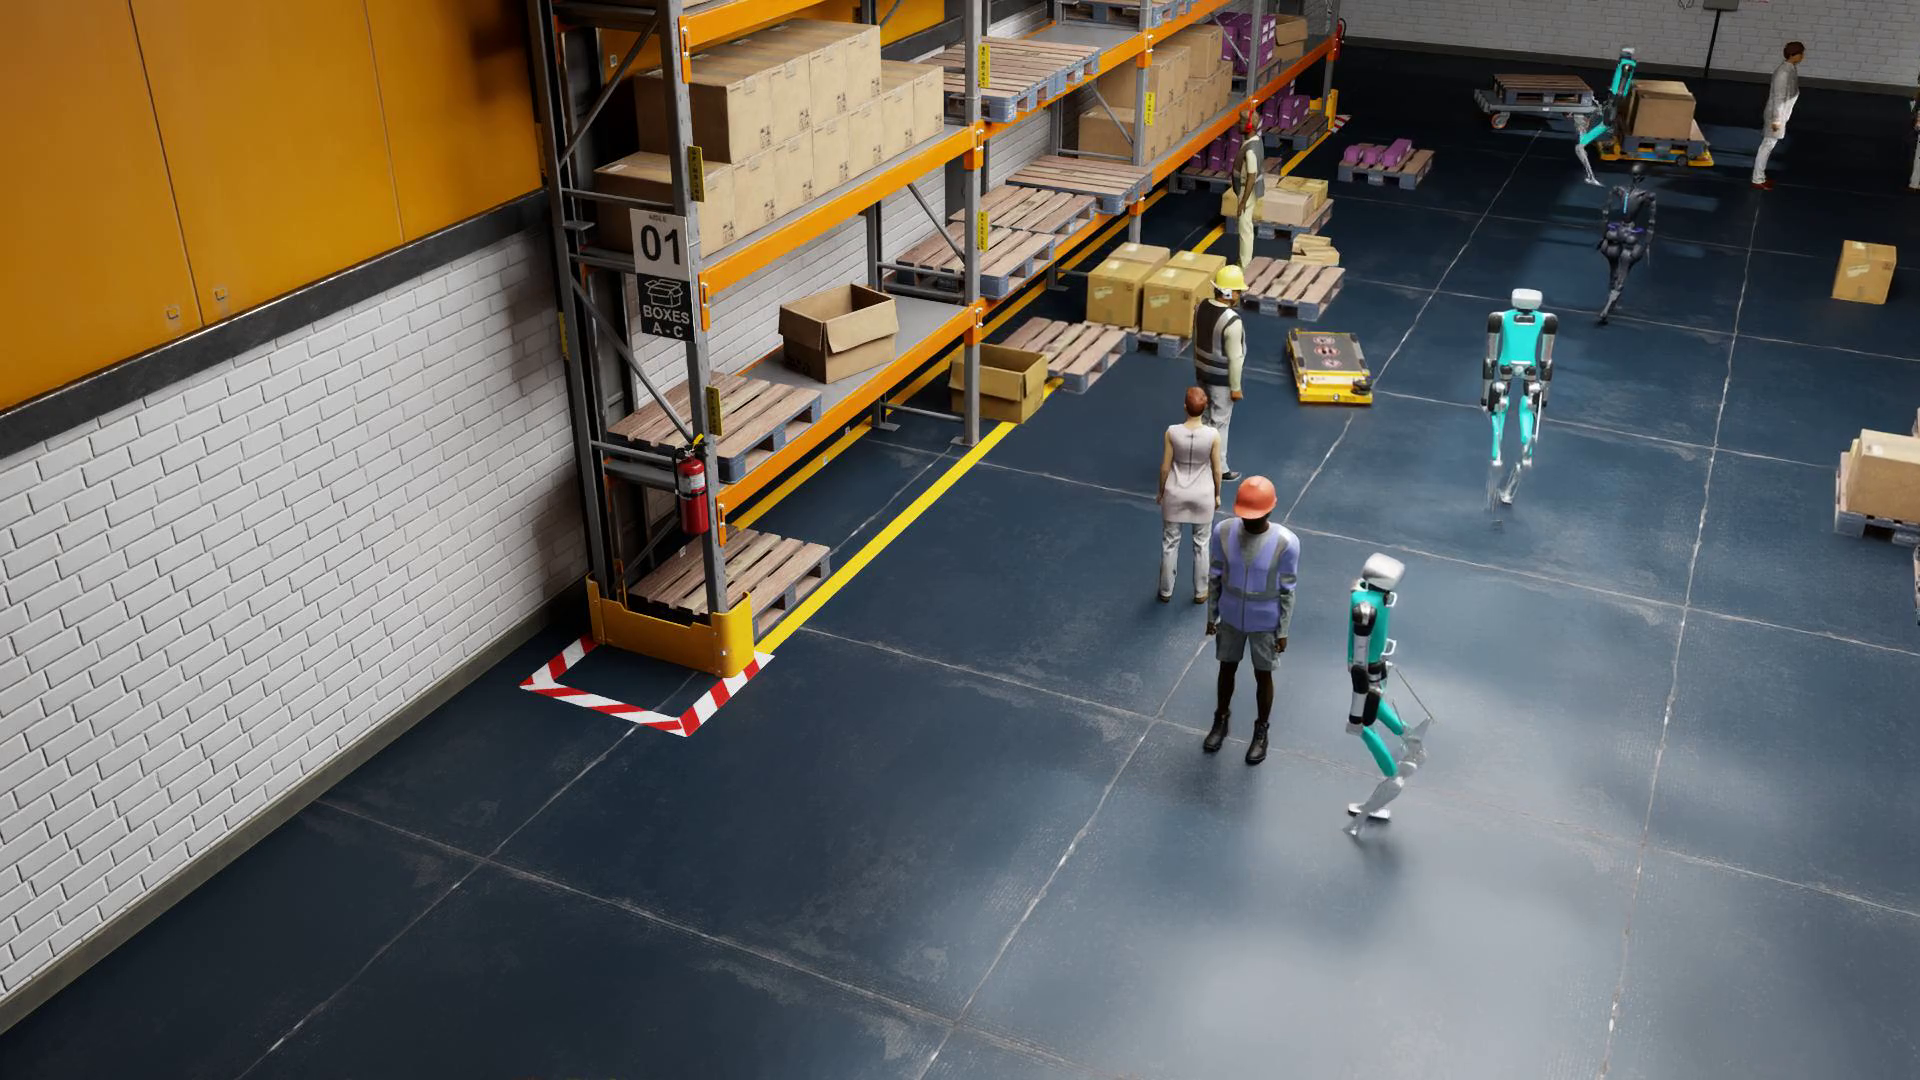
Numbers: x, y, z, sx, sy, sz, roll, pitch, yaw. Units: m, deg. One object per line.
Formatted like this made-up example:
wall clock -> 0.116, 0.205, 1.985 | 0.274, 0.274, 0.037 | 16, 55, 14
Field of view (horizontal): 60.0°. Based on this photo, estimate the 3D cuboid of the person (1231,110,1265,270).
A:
person -> 3.097, -3.721, 17.965 | 0.389, 1.847, 0.562 | 5, 29, 9

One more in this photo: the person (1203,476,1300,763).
person -> 1.749, 0.478, 10.099 | 0.544, 1.929, 0.384 | 13, 31, 23

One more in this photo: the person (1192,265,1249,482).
person -> 2.123, -1.361, 13.612 | 0.404, 1.827, 0.589 | -13, 31, -22

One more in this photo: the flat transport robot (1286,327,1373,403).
flat transport robot -> 3.496, -1.664, 15.813 | 0.659, 0.231, 1.431 | 2, 28, 4

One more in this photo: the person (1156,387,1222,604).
person -> 1.628, -0.310, 11.834 | 0.463, 1.657, 0.273 | 4, 29, 7

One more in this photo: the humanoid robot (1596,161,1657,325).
humanoid robot -> 6.720, -3.029, 16.909 | 0.749, 1.638, 0.600 | -25, 37, -38

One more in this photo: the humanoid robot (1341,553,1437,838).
humanoid robot -> 2.481, 0.935, 9.465 | 0.665, 1.818, 0.542 | 11, 30, 19

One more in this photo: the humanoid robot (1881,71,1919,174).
humanoid robot -> 12.474, -5.603, 21.656 | 0.494, 1.650, 0.610 | 10, 30, 18

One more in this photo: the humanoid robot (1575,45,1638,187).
humanoid robot -> 8.143, -5.406, 21.212 | 0.672, 1.795, 0.537 | 9, 30, 16

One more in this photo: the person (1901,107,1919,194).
person -> 12.281, -5.266, 20.825 | 0.570, 1.859, 0.401 | -2, 28, -4

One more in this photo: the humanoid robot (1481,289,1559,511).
humanoid robot -> 4.375, -0.978, 13.114 | 0.544, 1.896, 0.747 | 4, 29, 7

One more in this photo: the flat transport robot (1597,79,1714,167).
flat transport robot -> 9.399, -5.266, 22.492 | 1.431, 0.231, 0.659 | 7, 29, 13

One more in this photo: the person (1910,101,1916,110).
person -> 14.134, -6.919, 23.812 | 0.523, 1.912, 0.548 | 9, 30, 15

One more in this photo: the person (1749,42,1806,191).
person -> 10.347, -5.360, 21.029 | 0.361, 1.830, 0.519 | 14, 31, 25
